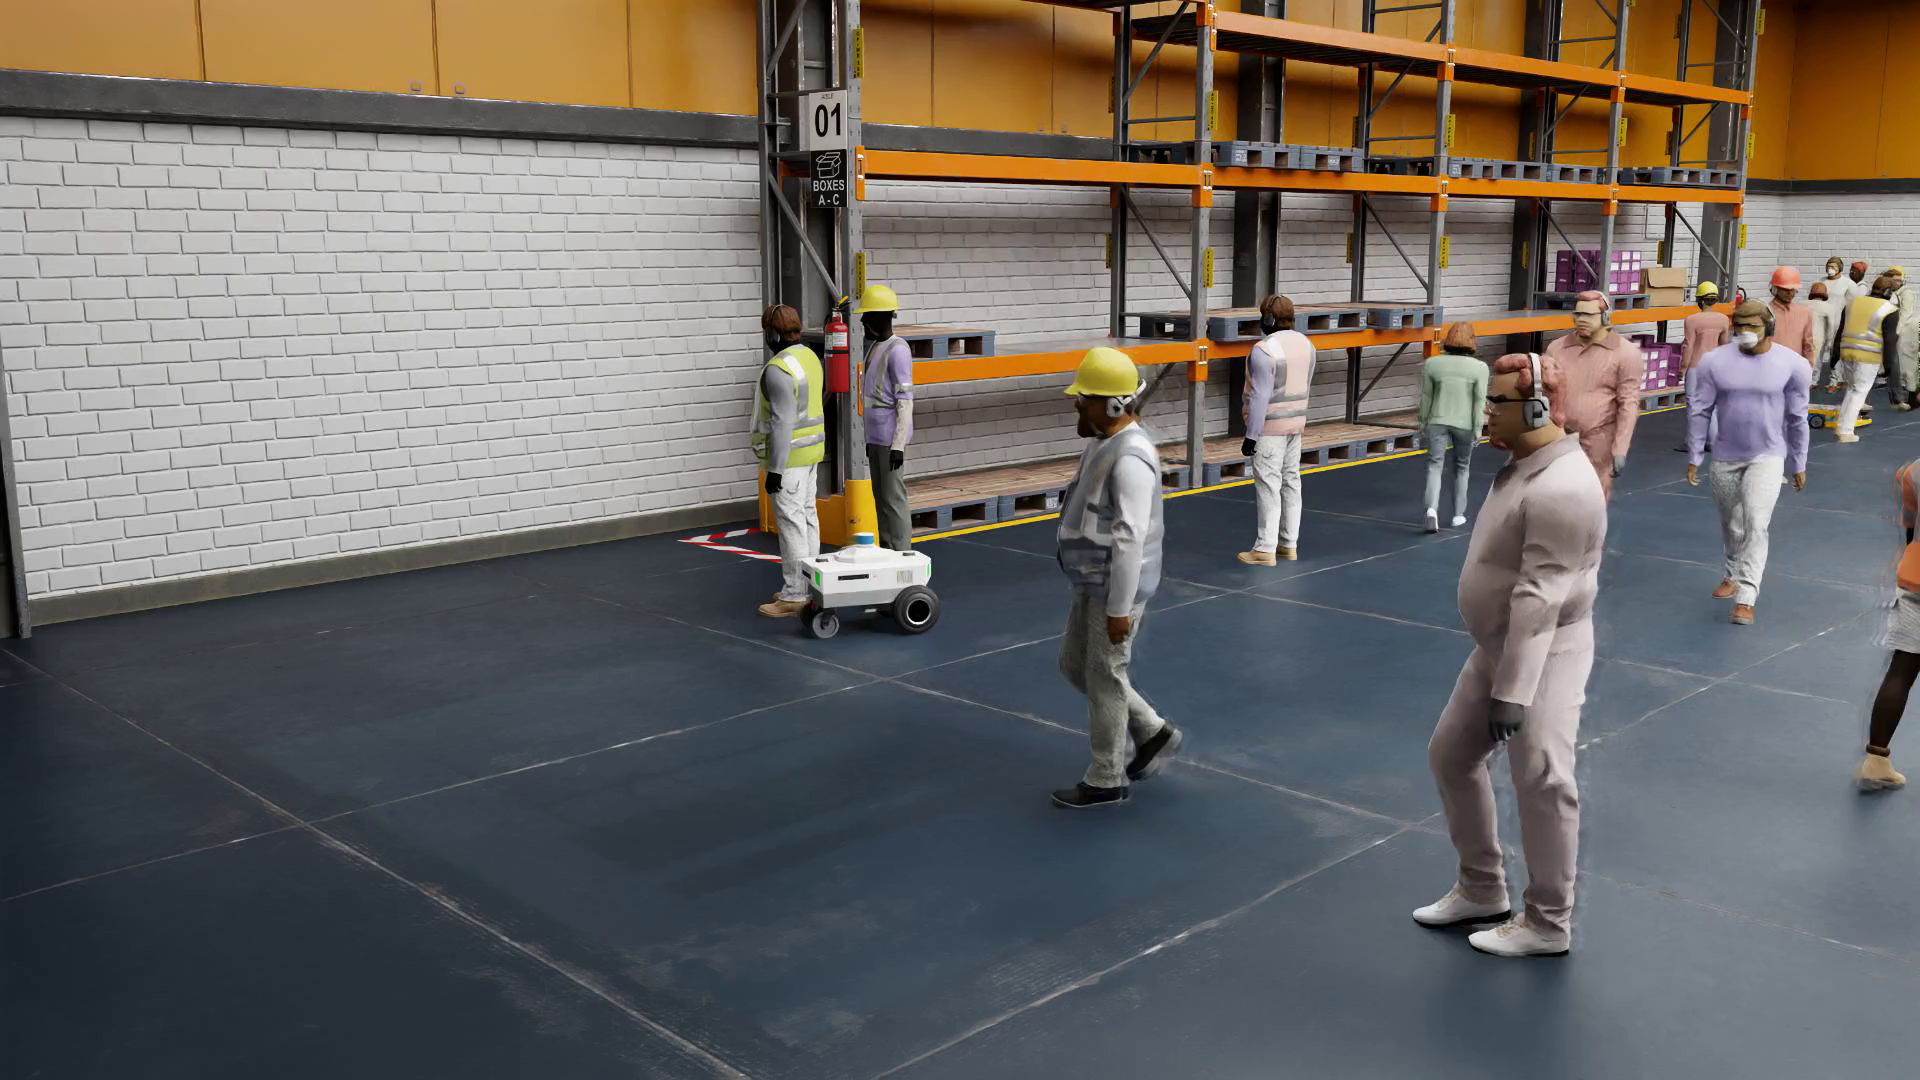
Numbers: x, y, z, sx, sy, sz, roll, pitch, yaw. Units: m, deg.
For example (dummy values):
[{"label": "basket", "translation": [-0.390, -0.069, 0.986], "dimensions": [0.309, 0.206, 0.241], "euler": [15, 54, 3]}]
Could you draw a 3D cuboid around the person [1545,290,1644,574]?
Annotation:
[{"label": "person", "translation": [3.903, -0.605, 10.424], "dimensions": [0.669, 1.904, 0.424], "euler": [10, 15, 44]}]

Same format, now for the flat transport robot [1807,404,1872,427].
[{"label": "flat transport robot", "translation": [9.965, -1.504, 19.772], "dimensions": [0.652, 0.197, 1.431], "euler": [-10, 14, -44]}]

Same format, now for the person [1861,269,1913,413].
[{"label": "person", "translation": [11.751, -2.511, 21.077], "dimensions": [0.526, 1.802, 0.908], "euler": [-3, 11, -14]}]

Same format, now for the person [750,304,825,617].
[{"label": "person", "translation": [-1.022, -0.463, 9.827], "dimensions": [0.430, 1.841, 0.624], "euler": [2, 11, 13]}]

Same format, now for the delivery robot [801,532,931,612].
[{"label": "delivery robot", "translation": [-0.537, 0.200, 9.450], "dimensions": [0.707, 0.478, 0.477], "euler": [-4, 11, -20]}]

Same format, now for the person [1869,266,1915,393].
[{"label": "person", "translation": [13.301, -2.994, 23.713], "dimensions": [0.624, 1.798, 0.628], "euler": [0, 10, -1]}]

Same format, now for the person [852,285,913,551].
[{"label": "person", "translation": [-0.496, -0.671, 10.709], "dimensions": [0.373, 1.925, 0.595], "euler": [-4, 11, -20]}]

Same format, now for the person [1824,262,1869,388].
[{"label": "person", "translation": [13.044, -3.129, 24.300], "dimensions": [0.595, 1.858, 0.686], "euler": [4, 11, 22]}]

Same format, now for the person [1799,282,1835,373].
[{"label": "person", "translation": [11.544, -2.681, 22.532], "dimensions": [0.519, 1.598, 0.646], "euler": [10, 14, 44]}]

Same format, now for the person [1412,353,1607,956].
[{"label": "person", "translation": [1.648, 0.372, 5.118], "dimensions": [0.616, 1.885, 0.679], "euler": [1, 10, 7]}]

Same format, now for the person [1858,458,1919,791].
[{"label": "person", "translation": [4.017, 0.201, 6.710], "dimensions": [0.876, 1.646, 0.542], "euler": [-5, 12, -27]}]

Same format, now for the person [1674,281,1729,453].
[{"label": "person", "translation": [7.663, -1.779, 17.197], "dimensions": [0.534, 1.767, 0.314], "euler": [-3, 11, -15]}]

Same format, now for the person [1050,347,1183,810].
[{"label": "person", "translation": [0.608, 0.160, 6.471], "dimensions": [0.460, 1.818, 0.615], "euler": [-1, 10, -6]}]

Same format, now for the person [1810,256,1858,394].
[{"label": "person", "translation": [12.375, -3.051, 23.662], "dimensions": [0.379, 1.940, 0.629], "euler": [-9, 14, -41]}]

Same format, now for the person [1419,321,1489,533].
[{"label": "person", "translation": [3.728, -0.861, 12.638], "dimensions": [0.509, 1.603, 0.784], "euler": [5, 11, 23]}]

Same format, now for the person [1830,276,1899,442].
[{"label": "person", "translation": [9.819, -1.946, 18.026], "dimensions": [0.557, 1.802, 0.676], "euler": [-4, 11, -22]}]

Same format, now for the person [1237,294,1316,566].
[{"label": "person", "translation": [2.136, -0.747, 11.360], "dimensions": [0.621, 1.845, 0.429], "euler": [-10, 14, -44]}]

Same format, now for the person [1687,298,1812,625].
[{"label": "person", "translation": [4.697, -0.496, 9.909], "dimensions": [0.649, 1.892, 0.939], "euler": [8, 13, 37]}]

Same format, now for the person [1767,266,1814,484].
[{"label": "person", "translation": [7.422, -1.510, 15.182], "dimensions": [0.647, 1.964, 0.704], "euler": [0, 10, -1]}]

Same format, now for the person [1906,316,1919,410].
[{"label": "person", "translation": [8.474, -1.331, 14.322], "dimensions": [0.599, 1.930, 1.048], "euler": [6, 12, 30]}]
